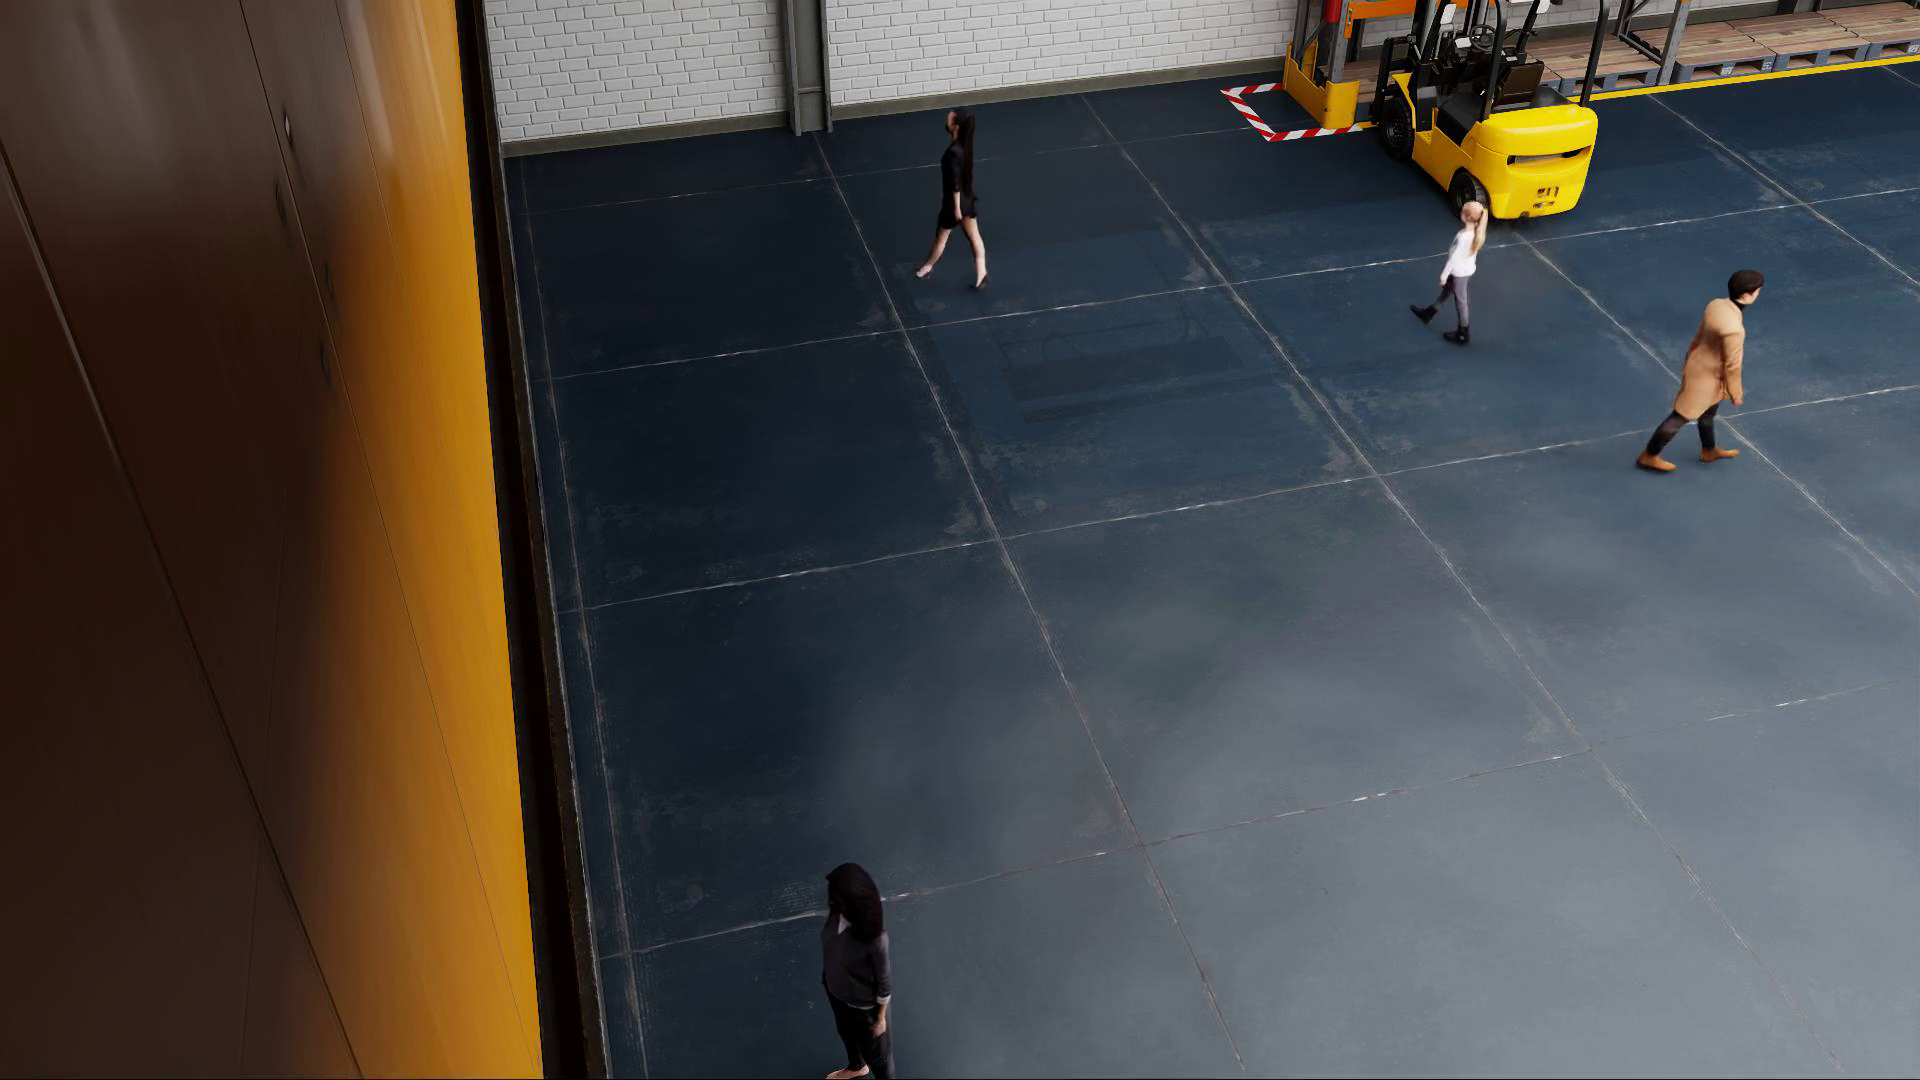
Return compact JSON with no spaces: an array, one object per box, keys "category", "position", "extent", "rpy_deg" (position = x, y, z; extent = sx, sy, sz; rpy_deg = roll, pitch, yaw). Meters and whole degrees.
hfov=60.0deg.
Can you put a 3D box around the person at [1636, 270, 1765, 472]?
[{"category":"person","position":[5.386,-1.218,12.234],"extent":[1.090,1.699,0.893],"rpy_deg":[7,39,8]}]

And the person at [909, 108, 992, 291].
[{"category":"person","position":[0.077,-2.891,14.358],"extent":[1.077,1.661,0.944],"rpy_deg":[12,40,15]}]

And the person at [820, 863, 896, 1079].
[{"category":"person","position":[-0.481,2.158,7.954],"extent":[0.649,1.764,0.670],"rpy_deg":[-27,46,-29]}]

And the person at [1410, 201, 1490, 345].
[{"category":"person","position":[4.224,-2.198,13.815],"extent":[0.857,1.257,0.835],"rpy_deg":[24,45,27]}]
